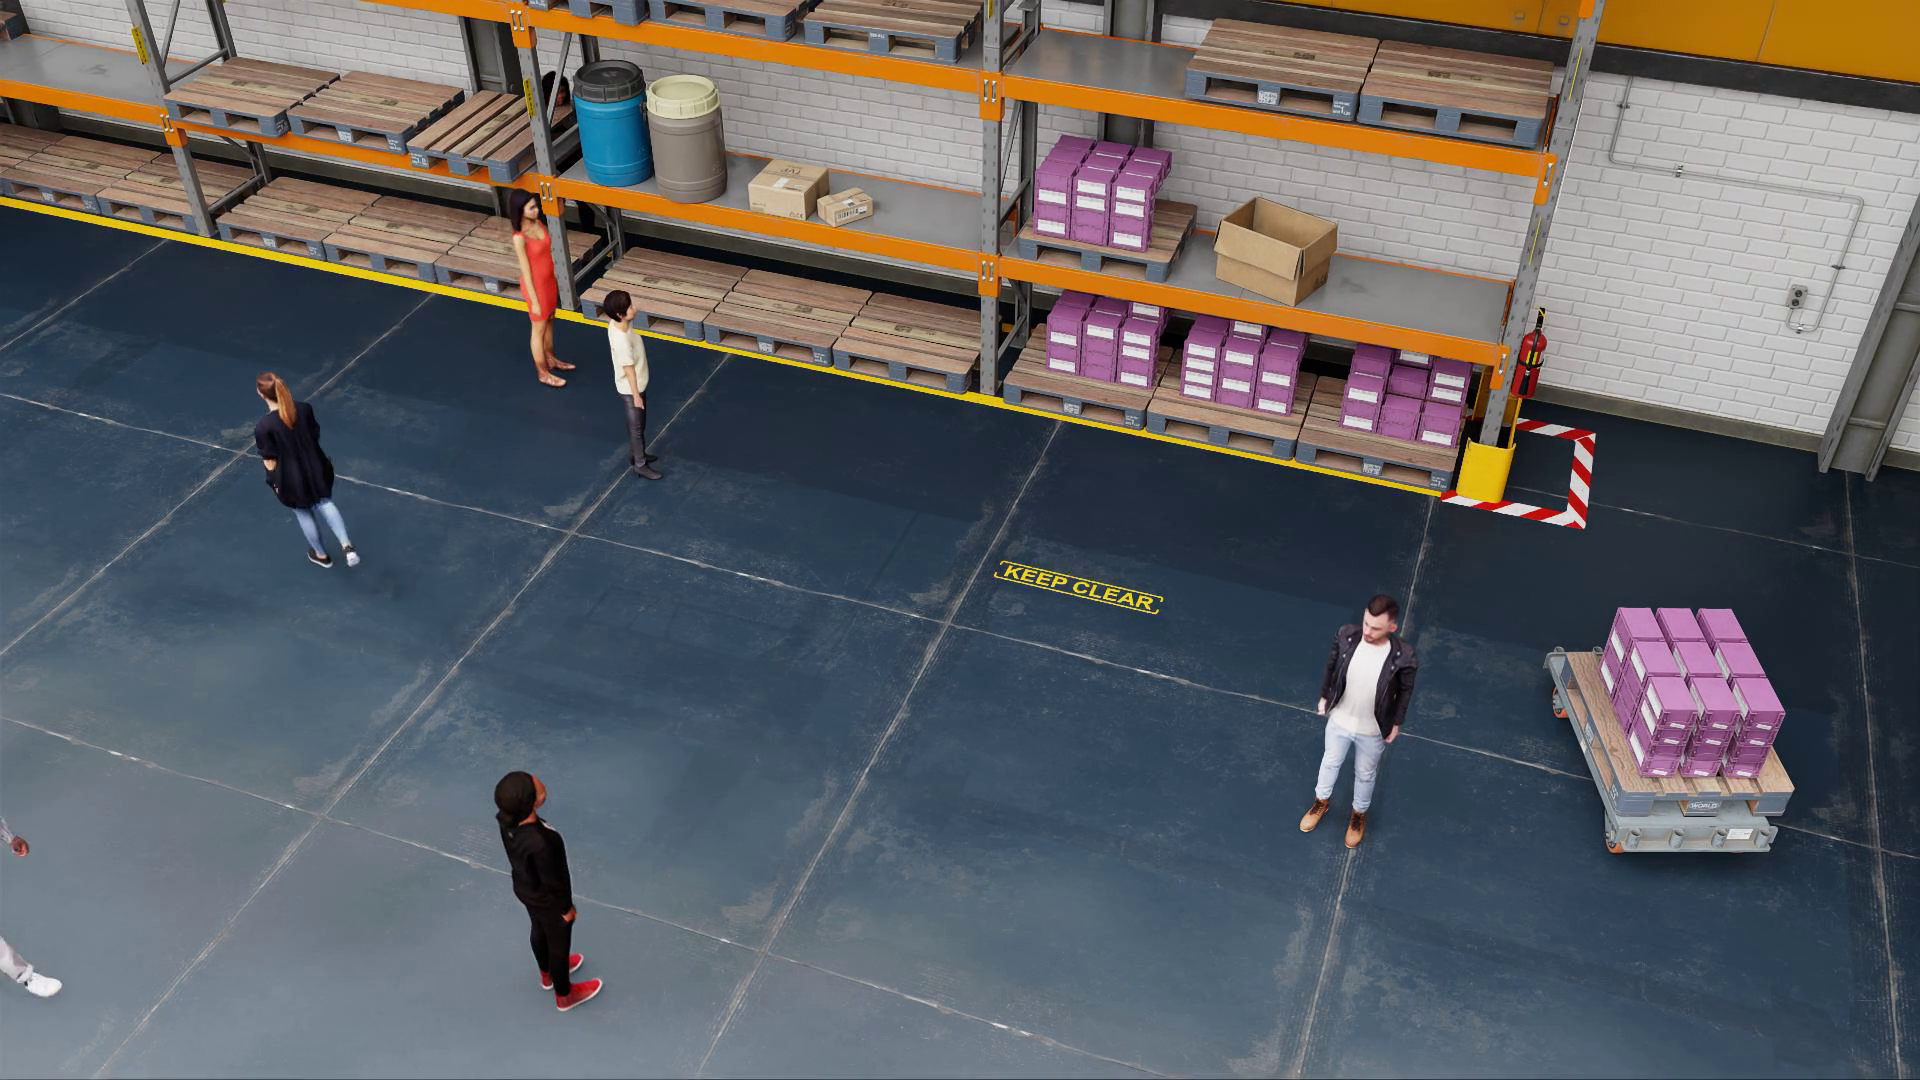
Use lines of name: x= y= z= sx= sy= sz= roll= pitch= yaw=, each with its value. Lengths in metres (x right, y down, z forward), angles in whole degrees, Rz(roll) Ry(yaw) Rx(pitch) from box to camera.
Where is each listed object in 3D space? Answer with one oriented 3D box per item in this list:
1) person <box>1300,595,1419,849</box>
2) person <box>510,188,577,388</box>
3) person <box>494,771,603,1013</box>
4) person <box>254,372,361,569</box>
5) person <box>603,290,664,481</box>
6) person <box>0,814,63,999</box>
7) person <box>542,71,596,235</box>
person: x=2.319 y=1.021 z=9.634 sx=0.529 sy=1.835 sz=0.750 roll=19 pitch=43 yaw=23
person: x=-3.447 y=-2.072 z=13.599 sx=0.578 sy=1.719 sz=0.630 roll=4 pitch=39 yaw=5
person: x=-2.197 y=1.844 z=8.732 sx=0.735 sy=1.674 sz=0.625 roll=-29 pitch=47 yaw=-31
person: x=-4.534 y=-0.426 z=11.575 sx=0.932 sy=1.673 sz=0.803 roll=30 pitch=48 yaw=32
person: x=-2.483 y=-1.177 z=12.584 sx=0.673 sy=1.587 sz=0.654 roll=-10 pitch=40 yaw=-12
person: x=-5.465 y=1.676 z=8.849 sx=1.178 sy=1.791 sz=0.773 roll=15 pitch=41 yaw=18
person: x=-3.618 y=-3.441 z=15.238 sx=0.773 sy=1.813 sz=0.836 roll=-15 pitch=41 yaw=-18
